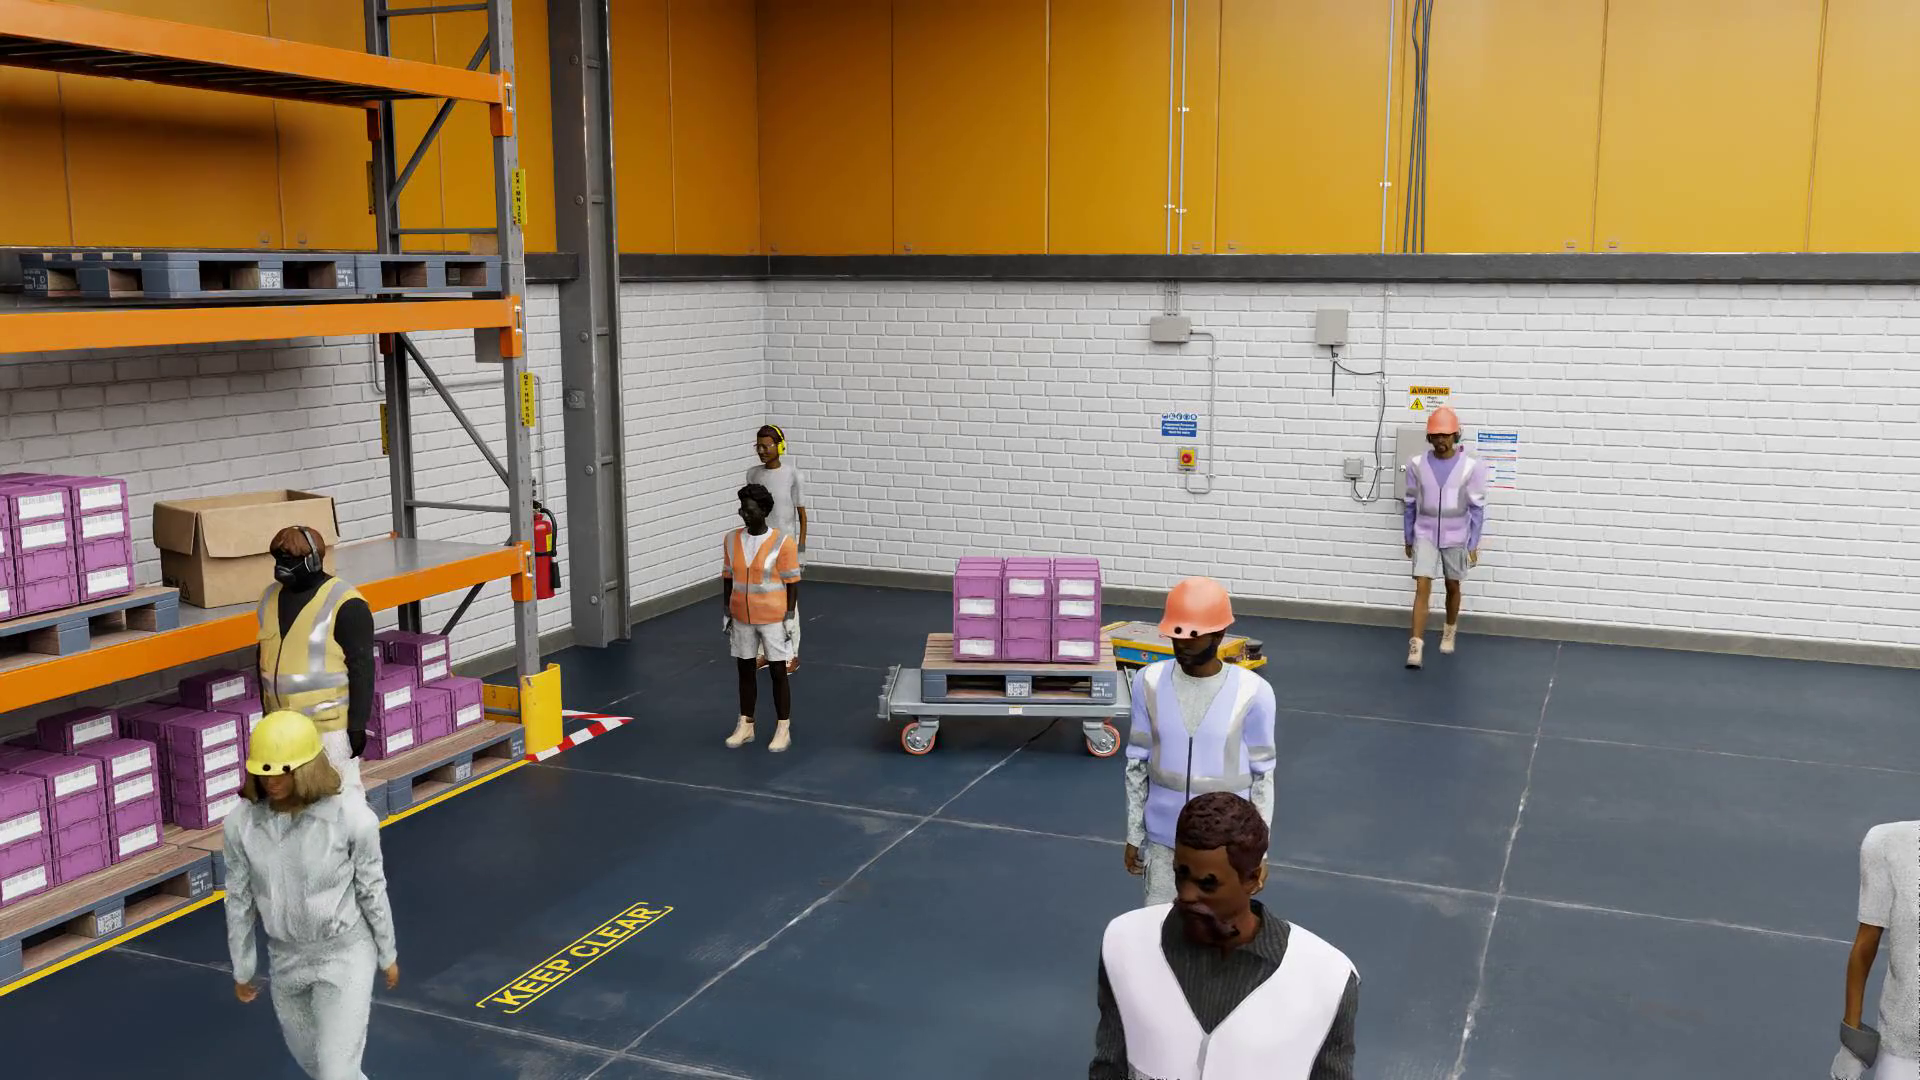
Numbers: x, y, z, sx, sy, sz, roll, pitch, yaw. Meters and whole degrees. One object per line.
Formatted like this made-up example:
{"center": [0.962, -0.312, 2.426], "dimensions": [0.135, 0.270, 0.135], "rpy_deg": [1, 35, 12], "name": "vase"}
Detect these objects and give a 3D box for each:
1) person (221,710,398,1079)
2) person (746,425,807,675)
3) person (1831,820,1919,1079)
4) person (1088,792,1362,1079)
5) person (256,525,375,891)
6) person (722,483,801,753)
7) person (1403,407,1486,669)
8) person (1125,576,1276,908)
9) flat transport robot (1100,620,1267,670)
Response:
{"center": [-2.059, 1.314, 5.393], "dimensions": [0.501, 1.697, 0.749], "rpy_deg": [1, 9, 4], "name": "person"}
{"center": [-1.380, 0.071, 12.375], "dimensions": [0.528, 1.869, 0.313], "rpy_deg": [4, 10, 22], "name": "person"}
{"center": [2.633, 1.383, 4.441], "dimensions": [0.528, 1.862, 0.313], "rpy_deg": [4, 10, 22], "name": "person"}
{"center": [0.578, 1.472, 3.741], "dimensions": [0.594, 1.915, 0.373], "rpy_deg": [4, 10, 22], "name": "person"}
{"center": [-3.039, 0.840, 7.797], "dimensions": [0.631, 1.842, 0.428], "rpy_deg": [4, 10, 22], "name": "person"}
{"center": [-1.253, 0.491, 10.391], "dimensions": [0.539, 1.681, 0.318], "rpy_deg": [4, 10, 22], "name": "person"}
{"center": [3.693, -0.034, 12.714], "dimensions": [0.614, 1.985, 1.031], "rpy_deg": [4, 10, 23], "name": "person"}
{"center": [0.859, 1.078, 6.072], "dimensions": [0.550, 1.933, 0.374], "rpy_deg": [4, 10, 22], "name": "person"}
{"center": [1.545, 0.818, 12.674], "dimensions": [1.431, 0.197, 0.652], "rpy_deg": [7, 12, 37], "name": "flat transport robot"}
